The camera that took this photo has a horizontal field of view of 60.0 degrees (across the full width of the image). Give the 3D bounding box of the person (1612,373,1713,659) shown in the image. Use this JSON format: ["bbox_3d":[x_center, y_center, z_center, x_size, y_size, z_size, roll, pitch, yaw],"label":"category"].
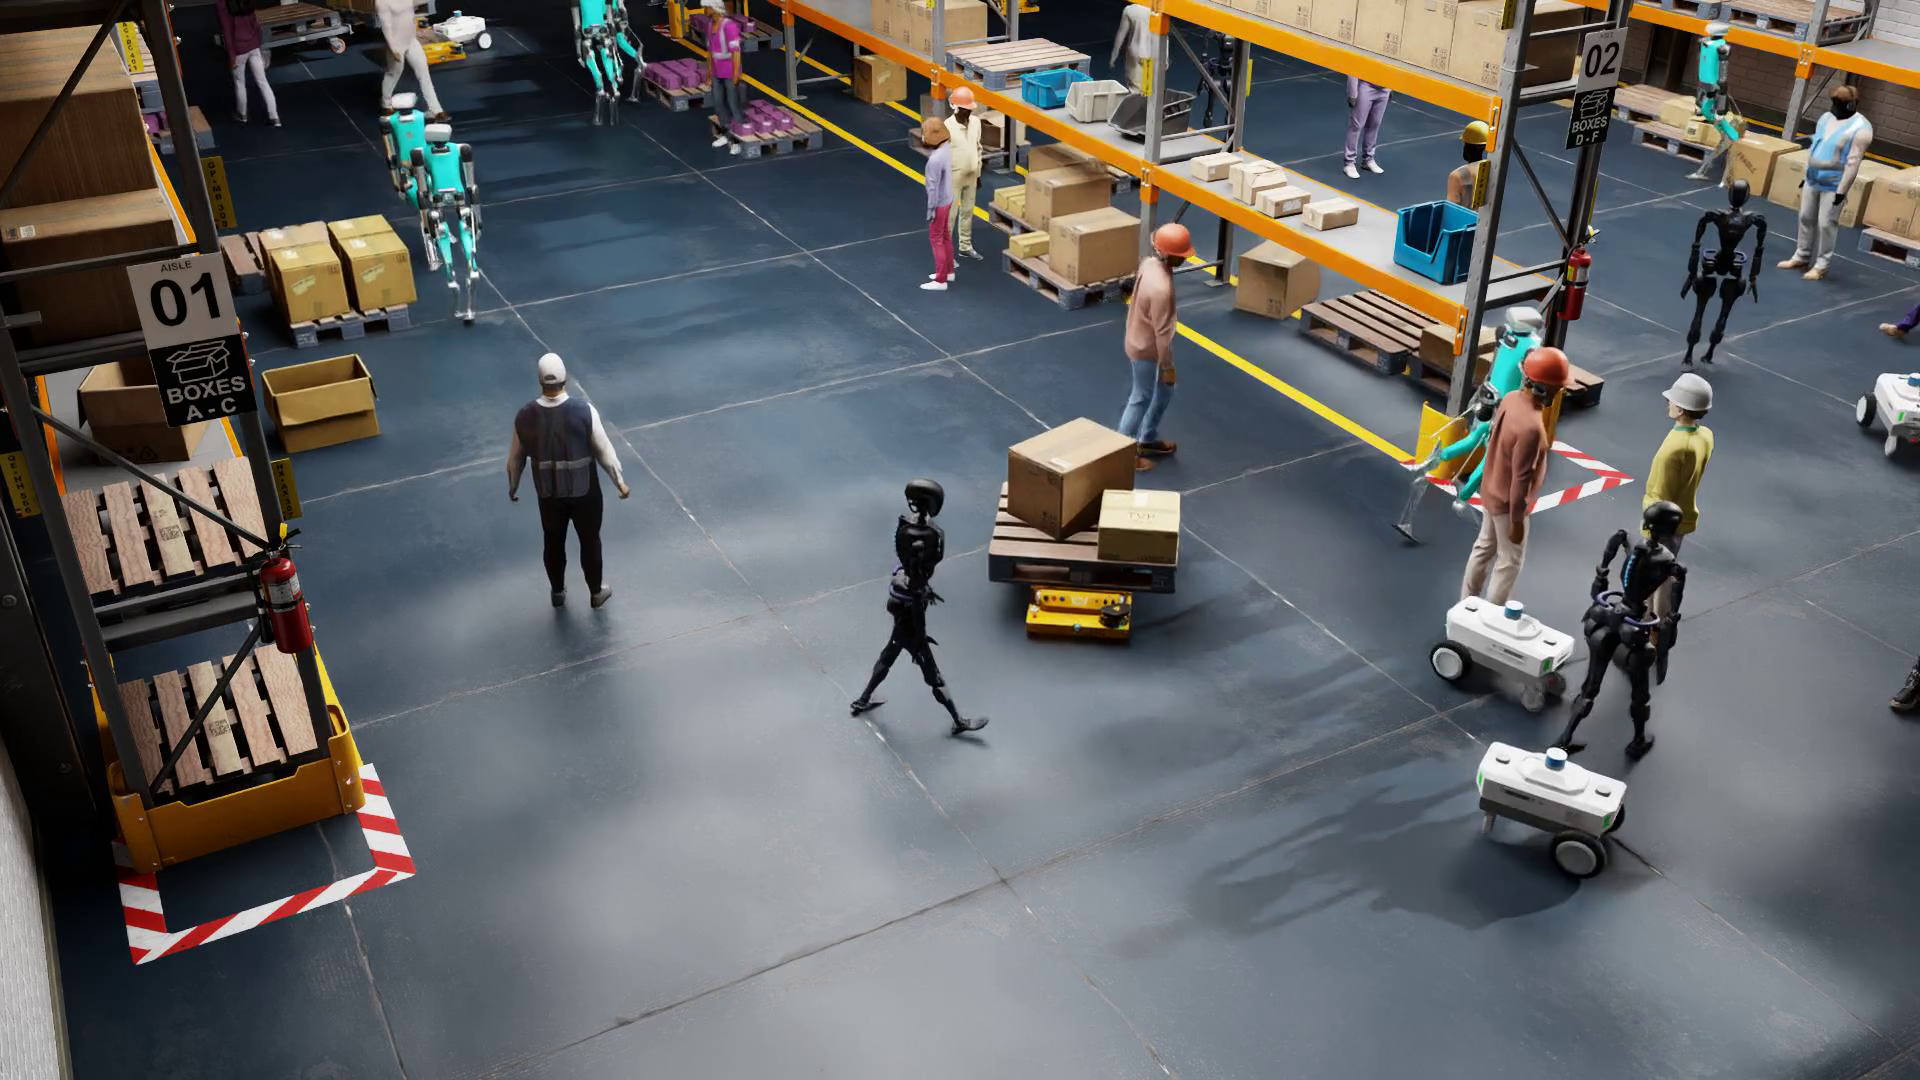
[{"bbox_3d":[4.226,-0.108,9.971,0.485,1.890,0.378,-24,37,-35],"label":"person"}]

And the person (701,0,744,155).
[{"bbox_3d":[-2.702,-5.410,19.279,0.586,1.820,0.360,26,39,37],"label":"person"}]

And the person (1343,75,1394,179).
[{"bbox_3d":[4.575,-4.990,18.455,0.653,1.904,0.411,-16,34,-26],"label":"person"}]

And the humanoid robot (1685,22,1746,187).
[{"bbox_3d":[8.393,-4.760,18.241,0.805,1.788,0.536,-4,30,-7],"label":"humanoid robot"}]

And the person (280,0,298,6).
[{"bbox_3d":[-9.970,-8.468,24.584,0.430,1.835,0.627,-1,30,-2],"label":"person"}]

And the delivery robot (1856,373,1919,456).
[{"bbox_3d":[7.318,-0.998,12.853,0.499,0.587,0.762,6,30,11],"label":"delivery robot"}]

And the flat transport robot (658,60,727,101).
[{"bbox_3d":[-3.469,-6.088,22.008,0.659,0.231,1.431,-15,33,-24],"label":"flat transport robot"}]

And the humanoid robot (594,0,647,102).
[{"bbox_3d":[-4.278,-6.290,20.894,0.530,1.739,0.961,-25,38,-36],"label":"humanoid robot"}]

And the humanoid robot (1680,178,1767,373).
[{"bbox_3d":[6.335,-2.182,13.805,0.591,1.655,0.405,8,31,14],"label":"humanoid robot"}]

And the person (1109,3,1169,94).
[{"bbox_3d":[2.139,-5.828,19.967,0.662,1.848,0.816,-6,30,-10],"label":"person"}]

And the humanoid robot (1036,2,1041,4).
[{"bbox_3d":[1.138,-9.355,26.267,0.315,1.657,0.599,-8,31,-14],"label":"humanoid robot"}]

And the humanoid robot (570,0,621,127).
[{"bbox_3d":[-4.355,-5.866,20.158,0.531,1.804,0.637,-14,33,-22],"label":"humanoid robot"}]

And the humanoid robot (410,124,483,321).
[{"bbox_3d":[-4.467,-2.704,14.654,0.531,1.769,0.838,-8,31,-13],"label":"humanoid robot"}]

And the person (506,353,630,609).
[{"bbox_3d":[-2.489,-0.353,10.538,0.758,1.751,0.456,0,30,-1],"label":"person"}]

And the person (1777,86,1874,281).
[{"bbox_3d":[8.184,-3.378,15.726,0.430,1.829,0.633,-9,31,-15],"label":"person"}]

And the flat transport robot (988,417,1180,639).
[{"bbox_3d":[0.831,0.186,11.085,0.659,0.231,1.431,4,30,7],"label":"flat transport robot"}]

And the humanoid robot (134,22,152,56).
[{"bbox_3d":[-10.912,-6.897,22.006,0.461,1.639,0.608,24,37,35],"label":"humanoid robot"}]

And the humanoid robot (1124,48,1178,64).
[{"bbox_3d":[2.661,-7.432,22.990,0.771,1.645,0.612,9,31,15],"label":"humanoid robot"}]

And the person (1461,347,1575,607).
[{"bbox_3d":[3.378,-0.254,10.140,0.417,1.985,0.623,2,30,4],"label":"person"}]

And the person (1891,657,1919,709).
[{"bbox_3d":[5.857,0.159,9.464,0.827,1.924,0.604,-21,36,-32],"label":"person"}]

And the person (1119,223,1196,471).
[{"bbox_3d":[1.438,-1.392,12.133,0.605,1.958,0.635,1,30,2],"label":"person"}]

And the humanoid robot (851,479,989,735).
[{"bbox_3d":[-0.236,0.357,9.420,0.826,1.615,0.603,2,30,4],"label":"humanoid robot"}]

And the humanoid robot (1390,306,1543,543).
[{"bbox_3d":[3.336,-0.693,11.185,0.987,1.775,0.531,-5,30,-9],"label":"humanoid robot"}]

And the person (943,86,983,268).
[{"bbox_3d":[0.014,-3.494,16.009,0.560,1.743,0.342,-25,38,-37],"label":"person"}]

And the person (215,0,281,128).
[{"bbox_3d":[-8.697,-5.983,20.187,0.984,1.898,0.511,25,38,37],"label":"person"}]

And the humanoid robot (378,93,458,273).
[{"bbox_3d":[-5.245,-3.544,16.166,0.541,1.757,1.018,-7,31,-13],"label":"humanoid robot"}]

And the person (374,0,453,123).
[{"bbox_3d":[-6.836,-6.074,20.367,1.039,1.889,0.637,16,33,25],"label":"person"}]

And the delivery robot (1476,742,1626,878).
[{"bbox_3d":[3.119,1.376,8.741,0.780,0.609,0.508,17,34,27],"label":"delivery robot"}]

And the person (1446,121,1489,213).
[{"bbox_3d":[4.346,-2.657,14.372,0.586,1.927,0.366,-18,34,-28],"label":"person"}]

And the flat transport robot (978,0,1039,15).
[{"bbox_3d":[0.660,-8.555,26.303,0.659,0.231,1.431,-12,32,-19],"label":"flat transport robot"}]

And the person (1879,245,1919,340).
[{"bbox_3d":[8.529,-2.490,14.420,0.837,1.585,0.454,3,30,6],"label":"person"}]

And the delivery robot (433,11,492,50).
[{"bbox_3d":[-7.105,-7.239,23.744,0.499,0.614,0.785,21,36,32],"label":"delivery robot"}]

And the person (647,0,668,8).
[{"bbox_3d":[-4.739,-9.238,26.002,0.572,1.747,0.338,17,34,27],"label":"person"}]

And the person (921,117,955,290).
[{"bbox_3d":[-0.206,-3.132,15.501,0.283,1.624,0.507,6,30,11],"label":"person"}]

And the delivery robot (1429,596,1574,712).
[{"bbox_3d":[3.277,0.639,10.013,0.499,0.597,0.801,-26,39,-38],"label":"delivery robot"}]

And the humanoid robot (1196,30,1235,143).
[{"bbox_3d":[3.075,-5.410,19.412,0.610,1.648,0.331,-3,30,-5],"label":"humanoid robot"}]

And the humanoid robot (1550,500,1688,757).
[{"bbox_3d":[3.686,0.480,9.197,0.652,1.638,0.613,-16,33,-25],"label":"humanoid robot"}]

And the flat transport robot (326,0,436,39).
[{"bbox_3d":[-8.632,-7.705,24.822,1.431,0.231,0.659,17,34,27],"label":"flat transport robot"}]

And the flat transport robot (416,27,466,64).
[{"bbox_3d":[-7.589,-7.025,23.639,0.659,0.231,1.431,-19,35,-29],"label":"flat transport robot"}]
